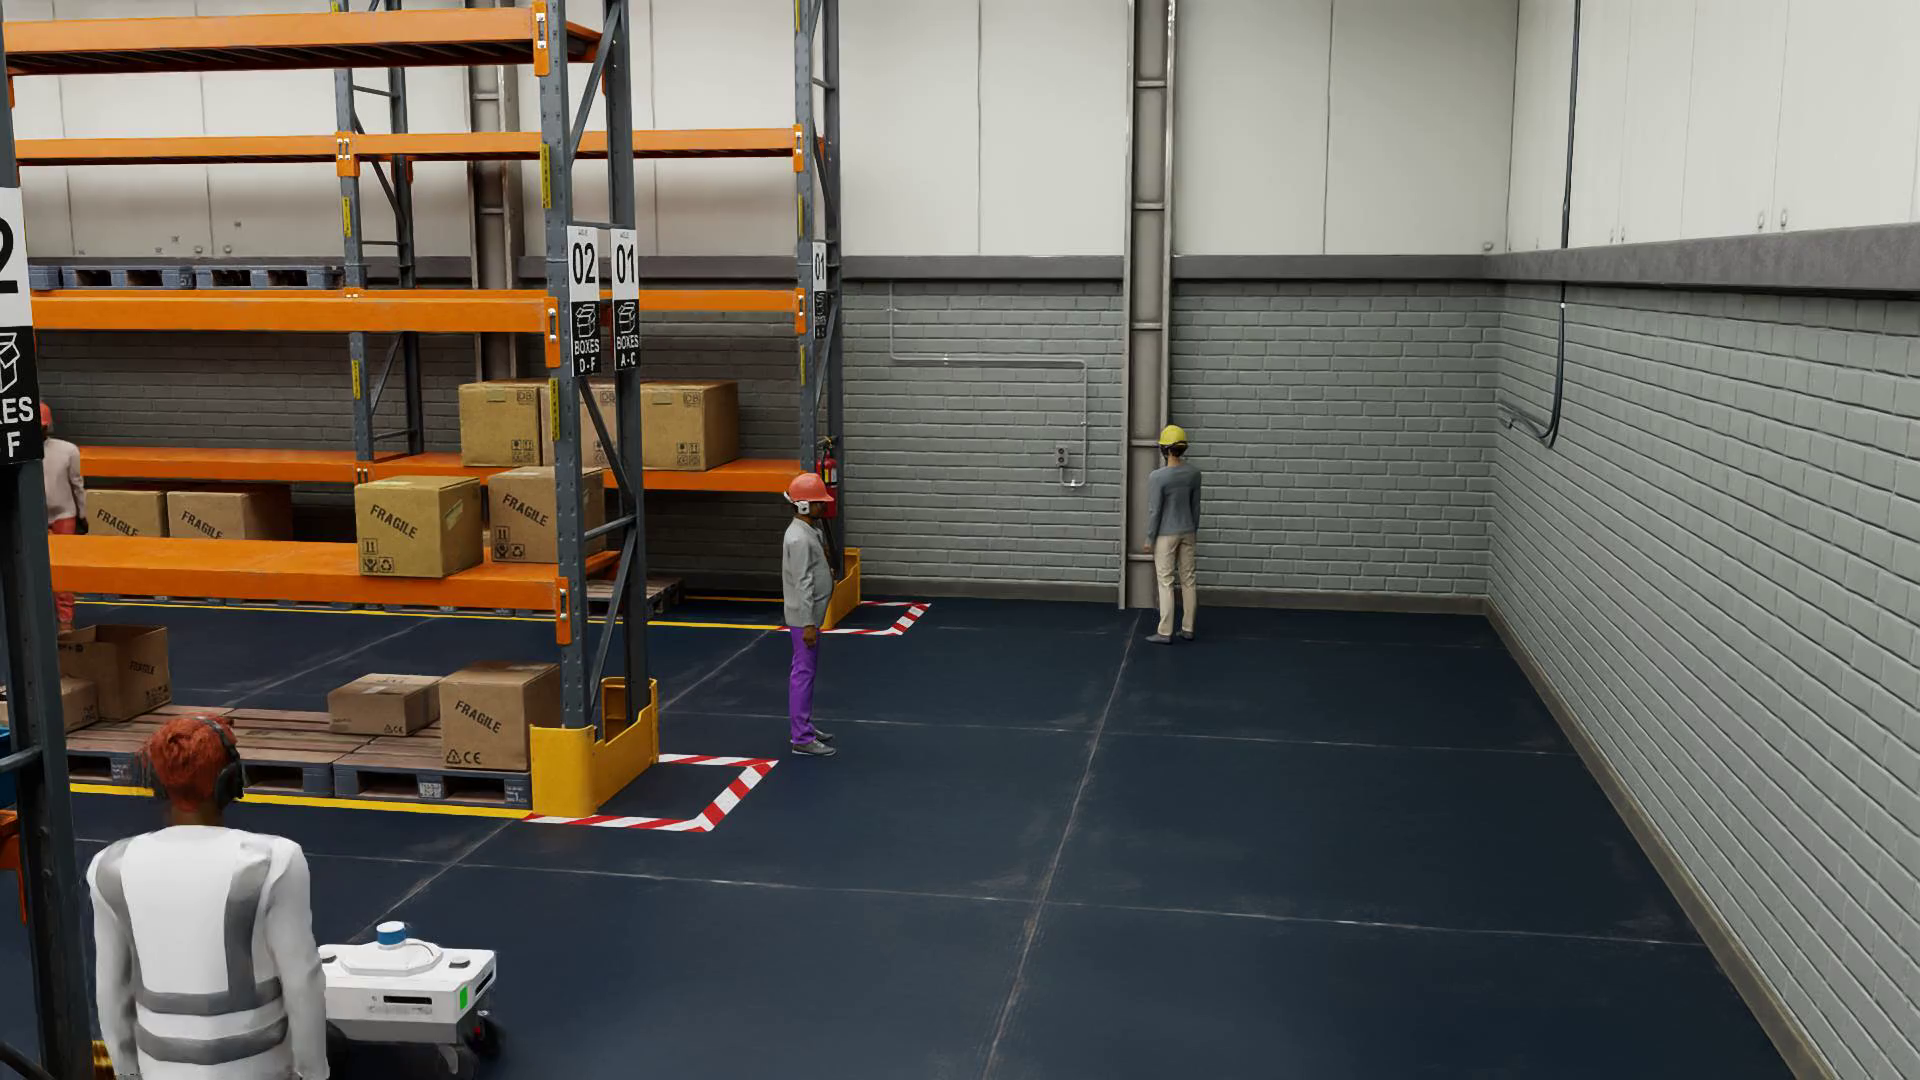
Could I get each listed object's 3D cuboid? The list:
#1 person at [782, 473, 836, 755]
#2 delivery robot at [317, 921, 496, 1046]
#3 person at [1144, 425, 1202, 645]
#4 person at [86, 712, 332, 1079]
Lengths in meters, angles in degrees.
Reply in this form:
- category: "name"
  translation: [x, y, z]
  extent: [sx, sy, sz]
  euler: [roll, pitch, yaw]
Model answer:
- category: "person"
  translation: [-0.938, 0.453, 10.360]
  extent: [0.327, 1.752, 0.563]
  euler: [-1, 9, -5]
- category: "delivery robot"
  translation: [-2.114, 1.672, 6.219]
  extent: [0.707, 0.478, 0.477]
  euler: [1, 9, 5]
- category: "person"
  translation: [1.704, -0.039, 13.373]
  extent: [0.524, 1.769, 0.315]
  euler: [-6, 11, -32]
- category: "person"
  translation: [-1.929, 1.371, 4.298]
  extent: [0.595, 1.873, 0.523]
  euler: [1, 9, 5]
